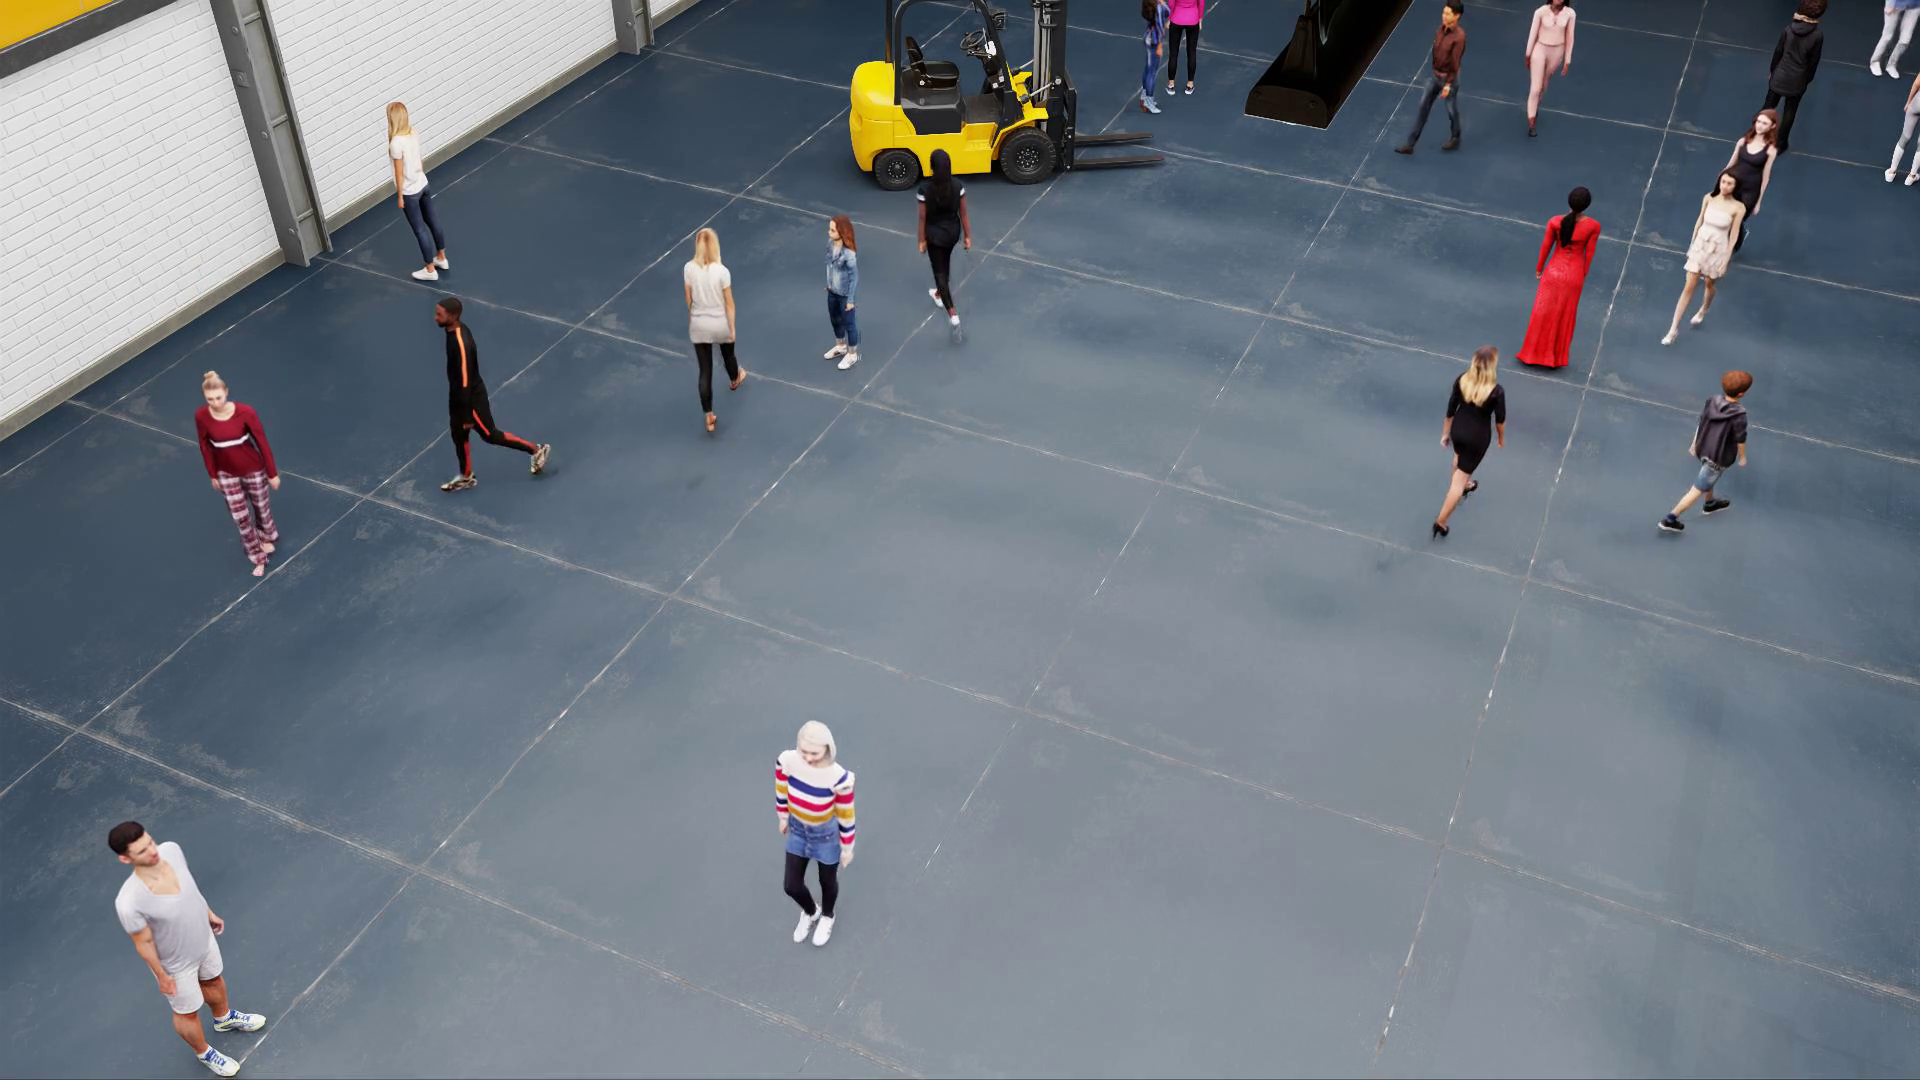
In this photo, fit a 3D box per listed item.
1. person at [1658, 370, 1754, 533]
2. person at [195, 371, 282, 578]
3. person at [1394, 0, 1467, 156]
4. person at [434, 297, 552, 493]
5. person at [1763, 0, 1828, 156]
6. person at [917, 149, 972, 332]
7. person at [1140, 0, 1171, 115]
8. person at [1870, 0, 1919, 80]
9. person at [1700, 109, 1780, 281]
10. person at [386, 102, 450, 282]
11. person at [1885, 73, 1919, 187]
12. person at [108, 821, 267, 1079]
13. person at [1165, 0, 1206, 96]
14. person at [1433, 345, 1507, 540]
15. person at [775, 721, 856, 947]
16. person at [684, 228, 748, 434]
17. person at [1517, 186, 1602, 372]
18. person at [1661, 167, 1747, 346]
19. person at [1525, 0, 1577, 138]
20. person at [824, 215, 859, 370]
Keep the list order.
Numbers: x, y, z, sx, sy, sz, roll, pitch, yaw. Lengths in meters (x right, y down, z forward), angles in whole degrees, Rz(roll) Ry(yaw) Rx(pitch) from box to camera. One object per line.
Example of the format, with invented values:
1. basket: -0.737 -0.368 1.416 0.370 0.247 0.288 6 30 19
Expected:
1. person: 5.890 -0.666 13.100 1.015 1.416 0.957 -13 40 -16
2. person: -5.523 -0.584 12.782 0.891 1.685 0.952 -12 40 -15
3. person: 5.425 -5.077 18.368 1.224 1.735 1.087 -18 42 -21
4. person: -3.859 -1.176 13.451 1.230 1.774 1.106 -17 42 -20
5. person: 9.205 -5.147 18.419 0.654 1.780 0.633 22 44 25
6. person: -0.144 -2.763 15.494 1.161 1.704 1.203 -13 41 -16
7. person: 2.261 -5.786 19.349 0.744 1.618 0.632 -1 39 -2
8. person: 11.392 -6.501 20.057 0.800 1.851 0.865 -4 39 -5
9. person: 7.712 -3.422 16.307 1.173 1.721 0.873 -30 47 -32
10. person: -5.307 -3.406 16.215 0.672 1.811 0.497 8 39 10
11. person: 10.379 -4.652 17.860 0.591 1.705 0.559 21 43 24
12. person: -4.297 2.211 9.145 0.799 1.856 0.609 6 39 8
13. person: 2.669 -6.134 19.728 0.670 1.699 0.694 1 39 1
14. person: 3.929 -0.724 13.000 0.798 1.632 1.111 32 48 33
15. person: -0.820 1.680 9.855 0.689 1.800 0.605 12 40 15
16. person: -2.144 -1.750 14.171 0.880 1.774 1.244 4 39 6
17. person: 5.389 -2.336 14.904 0.657 1.785 0.636 11 40 13
18. person: 6.970 -2.633 15.349 1.109 1.683 0.850 -30 48 -32
19. person: 6.681 -5.498 18.951 0.870 1.664 1.229 5 39 6
20. person: -1.050 -2.262 15.050 0.639 1.476 0.649 -29 47 -31
